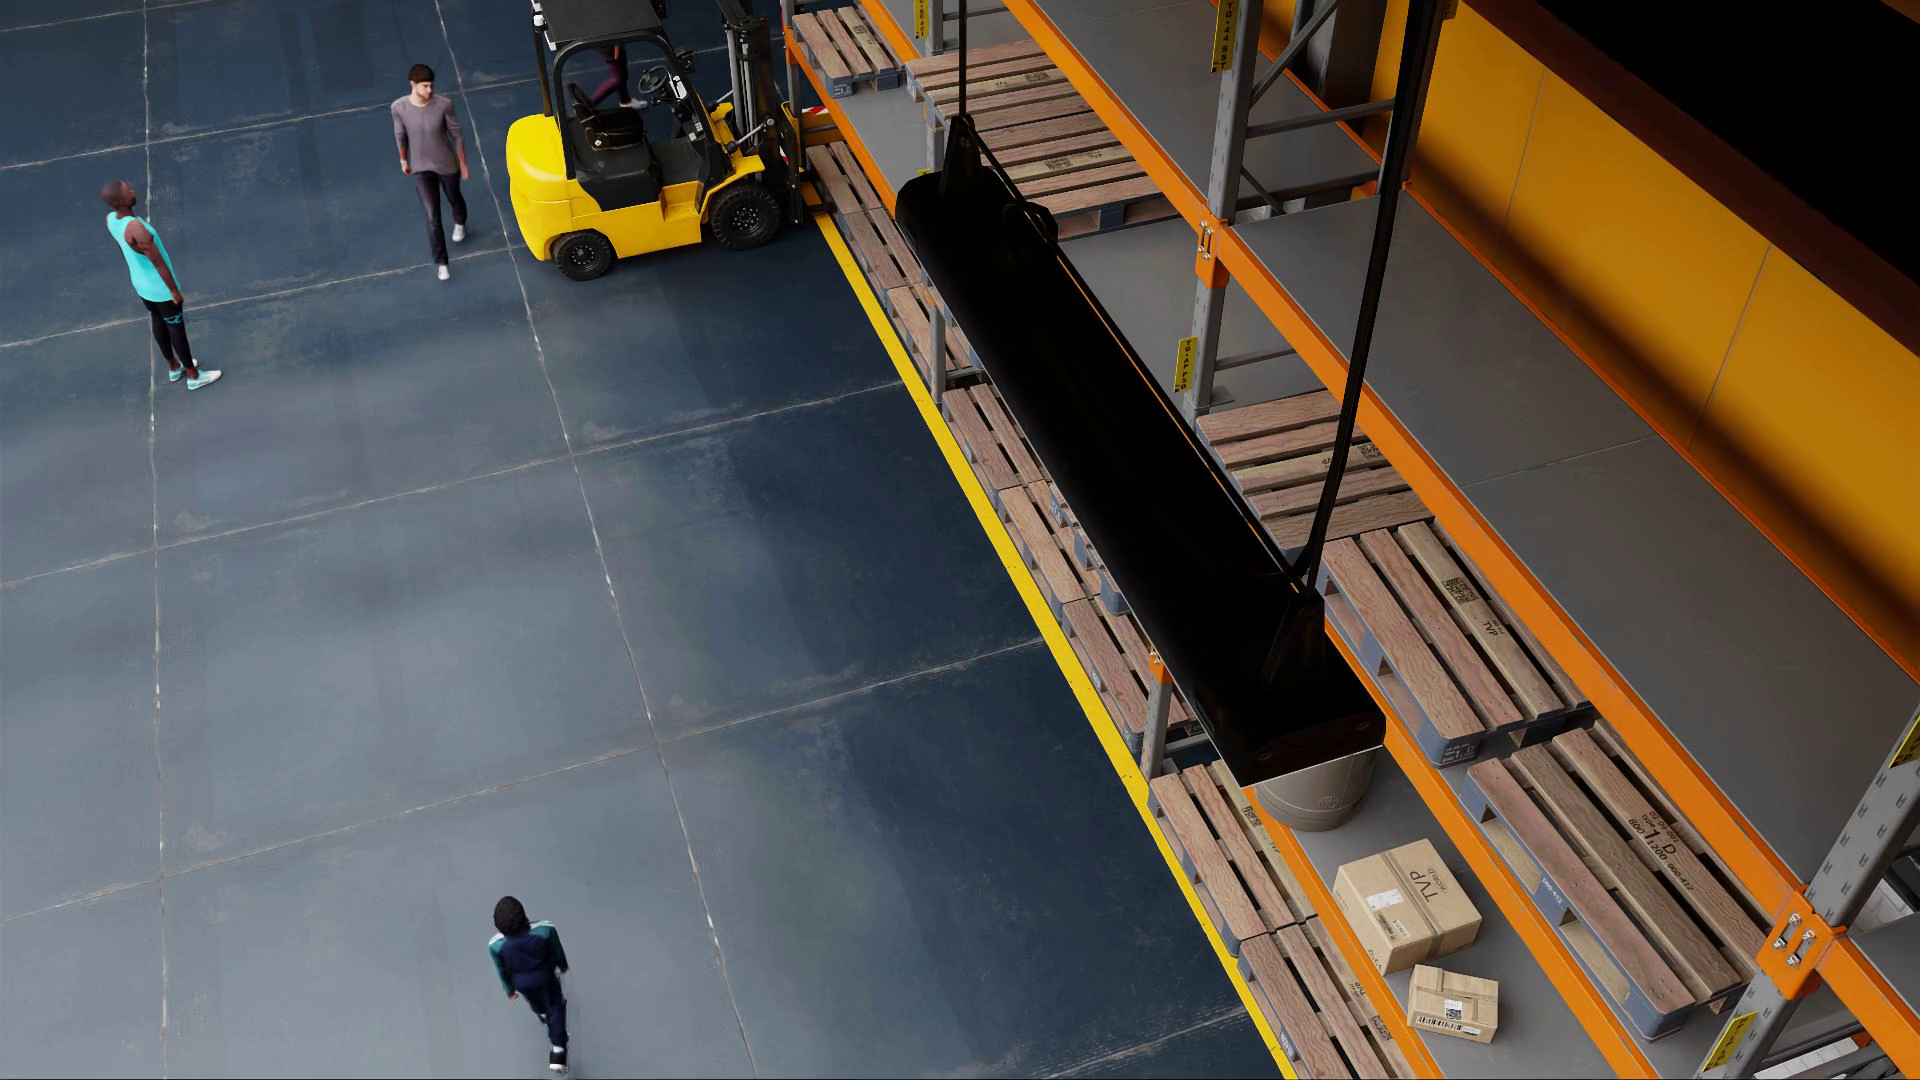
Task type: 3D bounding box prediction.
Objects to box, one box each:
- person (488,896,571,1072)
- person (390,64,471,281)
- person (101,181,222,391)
[{"bbox_3d":[-2.220,2.303,8.699,0.556,1.243,0.852,-10,44,-10],"label":"person"},{"bbox_3d":[-4.431,-3.213,14.092,0.846,1.792,1.219,-6,44,-7],"label":"person"},{"bbox_3d":[-6.188,-1.956,12.758,0.650,1.811,0.744,24,49,23],"label":"person"}]
